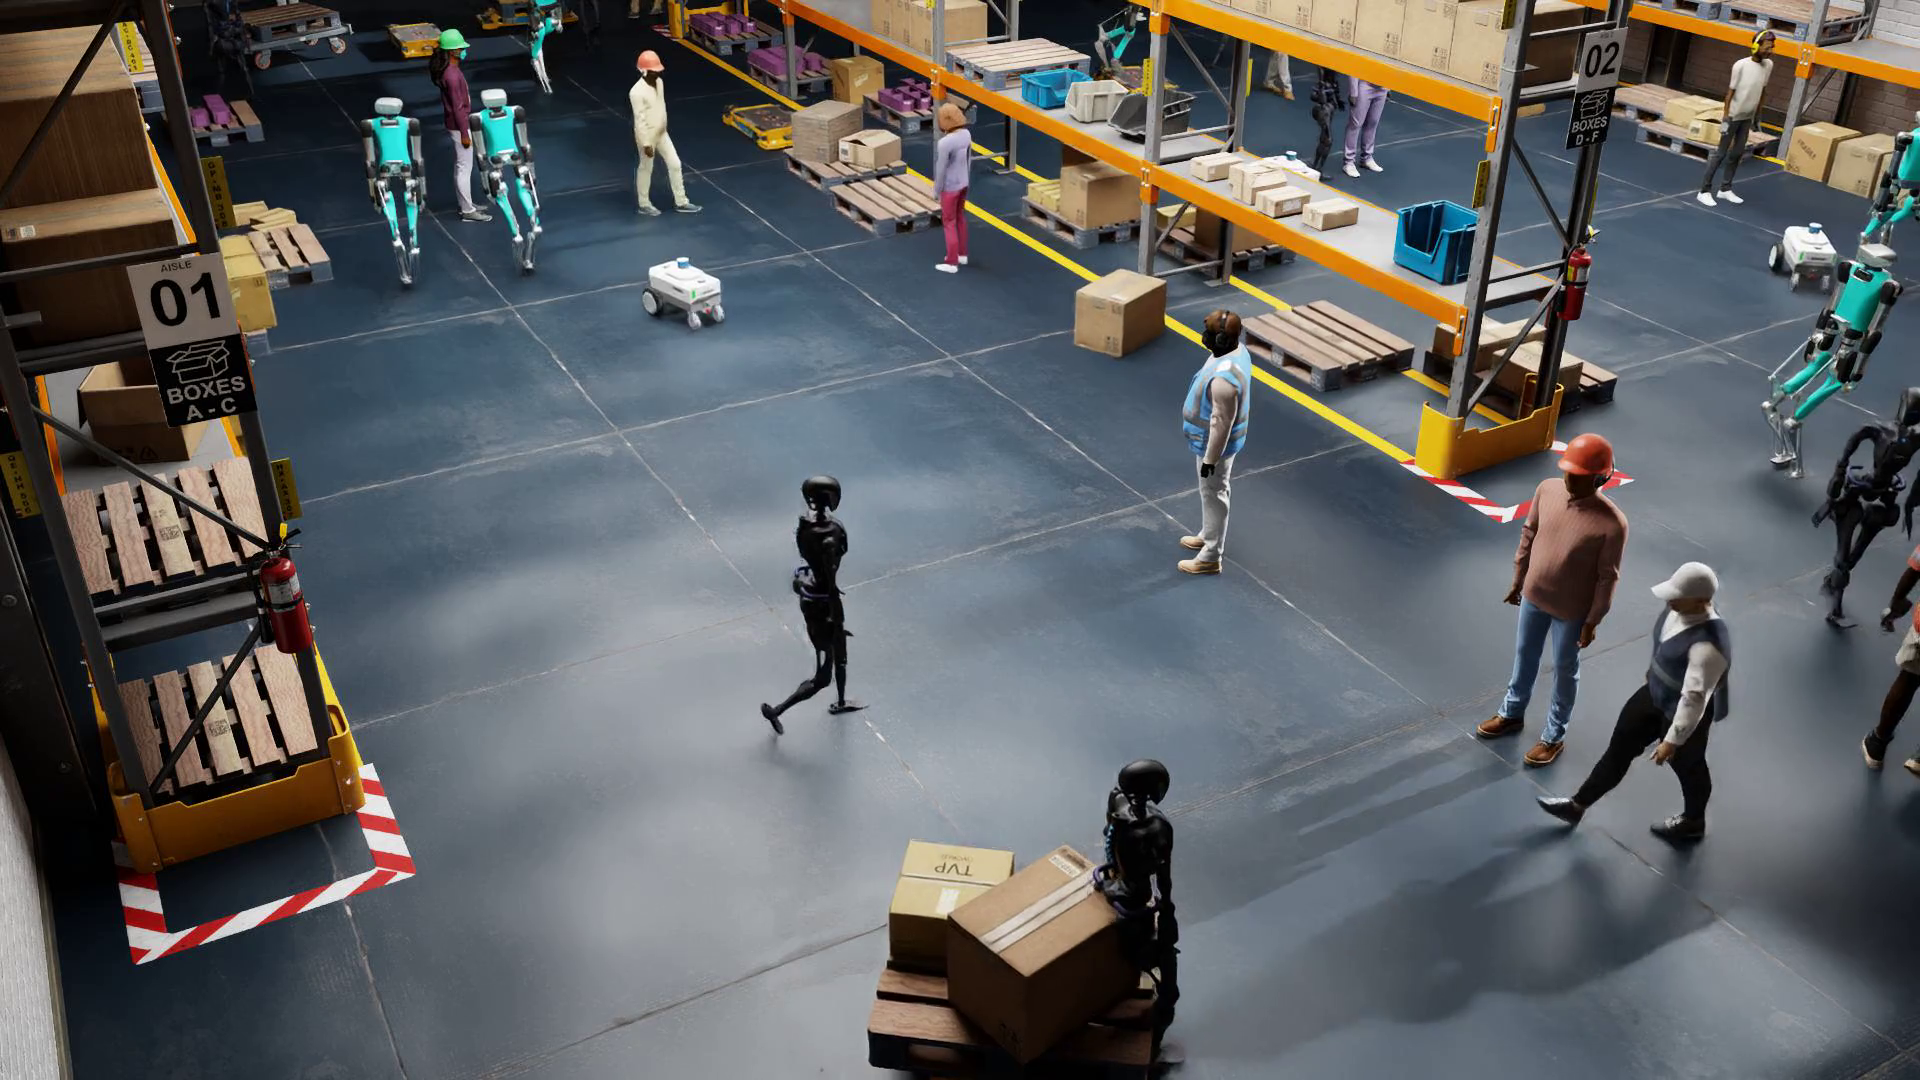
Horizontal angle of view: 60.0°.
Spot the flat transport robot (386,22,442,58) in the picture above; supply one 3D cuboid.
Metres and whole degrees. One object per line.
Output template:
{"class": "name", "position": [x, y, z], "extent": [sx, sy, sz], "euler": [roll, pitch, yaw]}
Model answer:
{"class": "flat transport robot", "position": [-7.800, -7.204, 23.951], "extent": [0.659, 0.231, 1.431], "euler": [-14, 33, -23]}

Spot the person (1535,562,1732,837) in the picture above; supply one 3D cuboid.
{"class": "person", "position": [3.557, 0.840, 8.499], "extent": [0.935, 1.701, 0.757], "euler": [-1, 30, -3]}

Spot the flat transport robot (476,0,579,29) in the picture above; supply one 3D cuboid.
{"class": "flat transport robot", "position": [-6.592, -7.988, 25.315], "extent": [1.431, 0.231, 0.659], "euler": [-12, 32, -19]}

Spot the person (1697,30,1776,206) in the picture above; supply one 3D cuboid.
{"class": "person", "position": [8.256, -4.455, 17.581], "extent": [0.524, 1.856, 0.364], "euler": [-9, 31, -16]}

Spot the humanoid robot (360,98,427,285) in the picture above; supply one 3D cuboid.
{"class": "humanoid robot", "position": [-5.182, -3.108, 15.386], "extent": [0.557, 1.812, 0.761], "euler": [-7, 31, -13]}

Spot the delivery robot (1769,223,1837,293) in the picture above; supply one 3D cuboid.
{"class": "delivery robot", "position": [8.087, -2.727, 15.872], "extent": [0.499, 0.597, 0.779], "euler": [6, 30, 11]}

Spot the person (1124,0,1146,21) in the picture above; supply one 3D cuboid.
{"class": "person", "position": [2.692, -8.864, 25.255], "extent": [0.336, 1.848, 0.513], "euler": [0, 30, 0]}

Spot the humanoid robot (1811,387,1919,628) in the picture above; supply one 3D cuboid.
{"class": "humanoid robot", "position": [5.708, -0.239, 10.453], "extent": [0.590, 1.632, 0.695], "euler": [5, 30, 9]}

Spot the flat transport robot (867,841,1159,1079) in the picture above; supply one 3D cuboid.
{"class": "flat transport robot", "position": [0.282, 2.152, 7.664], "extent": [0.659, 0.231, 1.431], "euler": [5, 30, 8]}

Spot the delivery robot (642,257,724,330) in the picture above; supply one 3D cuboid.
{"class": "delivery robot", "position": [-2.501, -2.258, 15.071], "extent": [0.499, 0.613, 0.817], "euler": [-26, 39, -38]}

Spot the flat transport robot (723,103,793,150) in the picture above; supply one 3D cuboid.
{"class": "flat transport robot", "position": [-2.313, -5.022, 20.151], "extent": [0.659, 0.231, 1.431], "euler": [-15, 33, -24]}

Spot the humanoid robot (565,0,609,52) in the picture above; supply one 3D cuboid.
{"class": "humanoid robot", "position": [-5.300, -7.777, 23.532], "extent": [0.616, 1.642, 0.356], "euler": [-11, 32, -18]}

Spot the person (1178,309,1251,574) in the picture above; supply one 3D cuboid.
{"class": "person", "position": [1.669, -0.648, 10.959], "extent": [0.429, 1.843, 0.624], "euler": [6, 30, 10]}

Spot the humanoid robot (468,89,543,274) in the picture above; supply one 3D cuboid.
{"class": "humanoid robot", "position": [-4.198, -3.266, 15.678], "extent": [0.549, 1.850, 0.736], "euler": [-15, 33, -25]}

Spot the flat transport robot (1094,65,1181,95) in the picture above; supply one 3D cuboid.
{"class": "flat transport robot", "position": [2.324, -5.953, 21.773], "extent": [0.659, 0.231, 1.431], "euler": [-9, 31, -15]}

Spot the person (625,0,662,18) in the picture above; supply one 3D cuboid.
{"class": "person", "position": [-4.867, -8.829, 25.336], "extent": [0.575, 1.692, 0.838], "euler": [17, 34, 27]}

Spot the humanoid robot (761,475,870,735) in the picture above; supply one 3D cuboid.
{"class": "humanoid robot", "position": [-0.845, 0.356, 9.399], "extent": [0.625, 1.637, 0.587], "euler": [-8, 31, -14]}

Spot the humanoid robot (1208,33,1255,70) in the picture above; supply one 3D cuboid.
{"class": "humanoid robot", "position": [3.751, -7.244, 22.654], "extent": [0.683, 1.621, 0.591], "euler": [-7, 31, -13]}

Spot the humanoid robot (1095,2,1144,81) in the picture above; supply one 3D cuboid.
{"class": "humanoid robot", "position": [2.068, -6.741, 21.698], "extent": [0.864, 1.783, 0.538], "euler": [3, 30, 6]}

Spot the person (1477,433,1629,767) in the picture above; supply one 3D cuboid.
{"class": "person", "position": [3.276, 0.316, 9.127], "extent": [0.376, 1.997, 0.610], "euler": [-19, 35, -29]}

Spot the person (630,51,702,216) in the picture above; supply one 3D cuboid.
{"class": "person", "position": [-3.090, -4.186, 17.227], "extent": [0.770, 1.719, 0.599], "euler": [12, 32, 20]}

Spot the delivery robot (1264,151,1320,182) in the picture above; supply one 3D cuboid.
{"class": "delivery robot", "position": [3.511, -3.873, 17.857], "extent": [0.524, 0.587, 0.748], "euler": [-14, 33, -23]}

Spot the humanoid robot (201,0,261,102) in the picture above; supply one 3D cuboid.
{"class": "humanoid robot", "position": [-9.372, -6.414, 21.178], "extent": [0.692, 1.633, 0.611], "euler": [13, 32, 22]}

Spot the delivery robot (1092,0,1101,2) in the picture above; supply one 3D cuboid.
{"class": "delivery robot", "position": [2.284, -8.982, 26.777], "extent": [0.785, 0.614, 0.509], "euler": [-13, 32, -21]}

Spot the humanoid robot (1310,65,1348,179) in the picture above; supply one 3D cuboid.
{"class": "humanoid robot", "position": [4.107, -4.854, 18.443], "extent": [0.410, 1.657, 0.600], "euler": [16, 34, 26]}

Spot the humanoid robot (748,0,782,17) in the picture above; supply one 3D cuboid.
{"class": "humanoid robot", "position": [-3.073, -8.852, 25.411], "extent": [1.016, 1.787, 0.535], "euler": [11, 32, 19]}

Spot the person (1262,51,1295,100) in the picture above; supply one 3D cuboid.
{"class": "person", "position": [4.185, -6.645, 21.381], "extent": [0.637, 1.860, 0.654], "euler": [-25, 38, -37]}

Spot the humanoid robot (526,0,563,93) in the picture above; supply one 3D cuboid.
{"class": "humanoid robot", "position": [-5.531, -6.758, 21.731], "extent": [0.802, 1.805, 0.542], "euler": [22, 36, 33]}

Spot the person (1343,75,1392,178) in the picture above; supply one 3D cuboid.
{"class": "person", "position": [4.573, -5.022, 18.510], "extent": [0.641, 1.908, 0.414], "euler": [-18, 34, -28]}

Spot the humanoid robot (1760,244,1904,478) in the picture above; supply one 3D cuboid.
{"class": "humanoid robot", "position": [6.264, -1.277, 12.165], "extent": [0.769, 1.768, 0.541], "euler": [-9, 31, -14]}

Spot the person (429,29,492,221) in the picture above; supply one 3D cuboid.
{"class": "person", "position": [-5.162, -4.276, 17.168], "extent": [0.426, 1.949, 0.497], "euler": [-10, 32, -18]}

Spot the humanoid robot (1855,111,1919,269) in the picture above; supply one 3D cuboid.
{"class": "humanoid robot", "position": [8.694, -3.161, 15.478], "extent": [0.540, 1.813, 0.770], "euler": [1, 30, 1]}

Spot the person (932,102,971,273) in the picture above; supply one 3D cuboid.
{"class": "person", "position": [-0.084, -3.370, 15.912], "extent": [0.320, 1.627, 0.508], "euler": [17, 34, 26]}

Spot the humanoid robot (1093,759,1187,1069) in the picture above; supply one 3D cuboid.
{"class": "humanoid robot", "position": [0.790, 1.598, 7.210], "extent": [0.412, 1.656, 0.590], "euler": [-12, 32, -21]}

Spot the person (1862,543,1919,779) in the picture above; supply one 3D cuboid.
{"class": "person", "position": [5.332, 0.470, 8.920], "extent": [0.500, 1.932, 0.767], "euler": [-24, 38, -35]}

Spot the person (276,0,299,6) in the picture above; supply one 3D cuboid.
{"class": "person", "position": [-10.085, -8.610, 24.825], "extent": [0.429, 1.836, 0.632], "euler": [10, 31, 17]}
